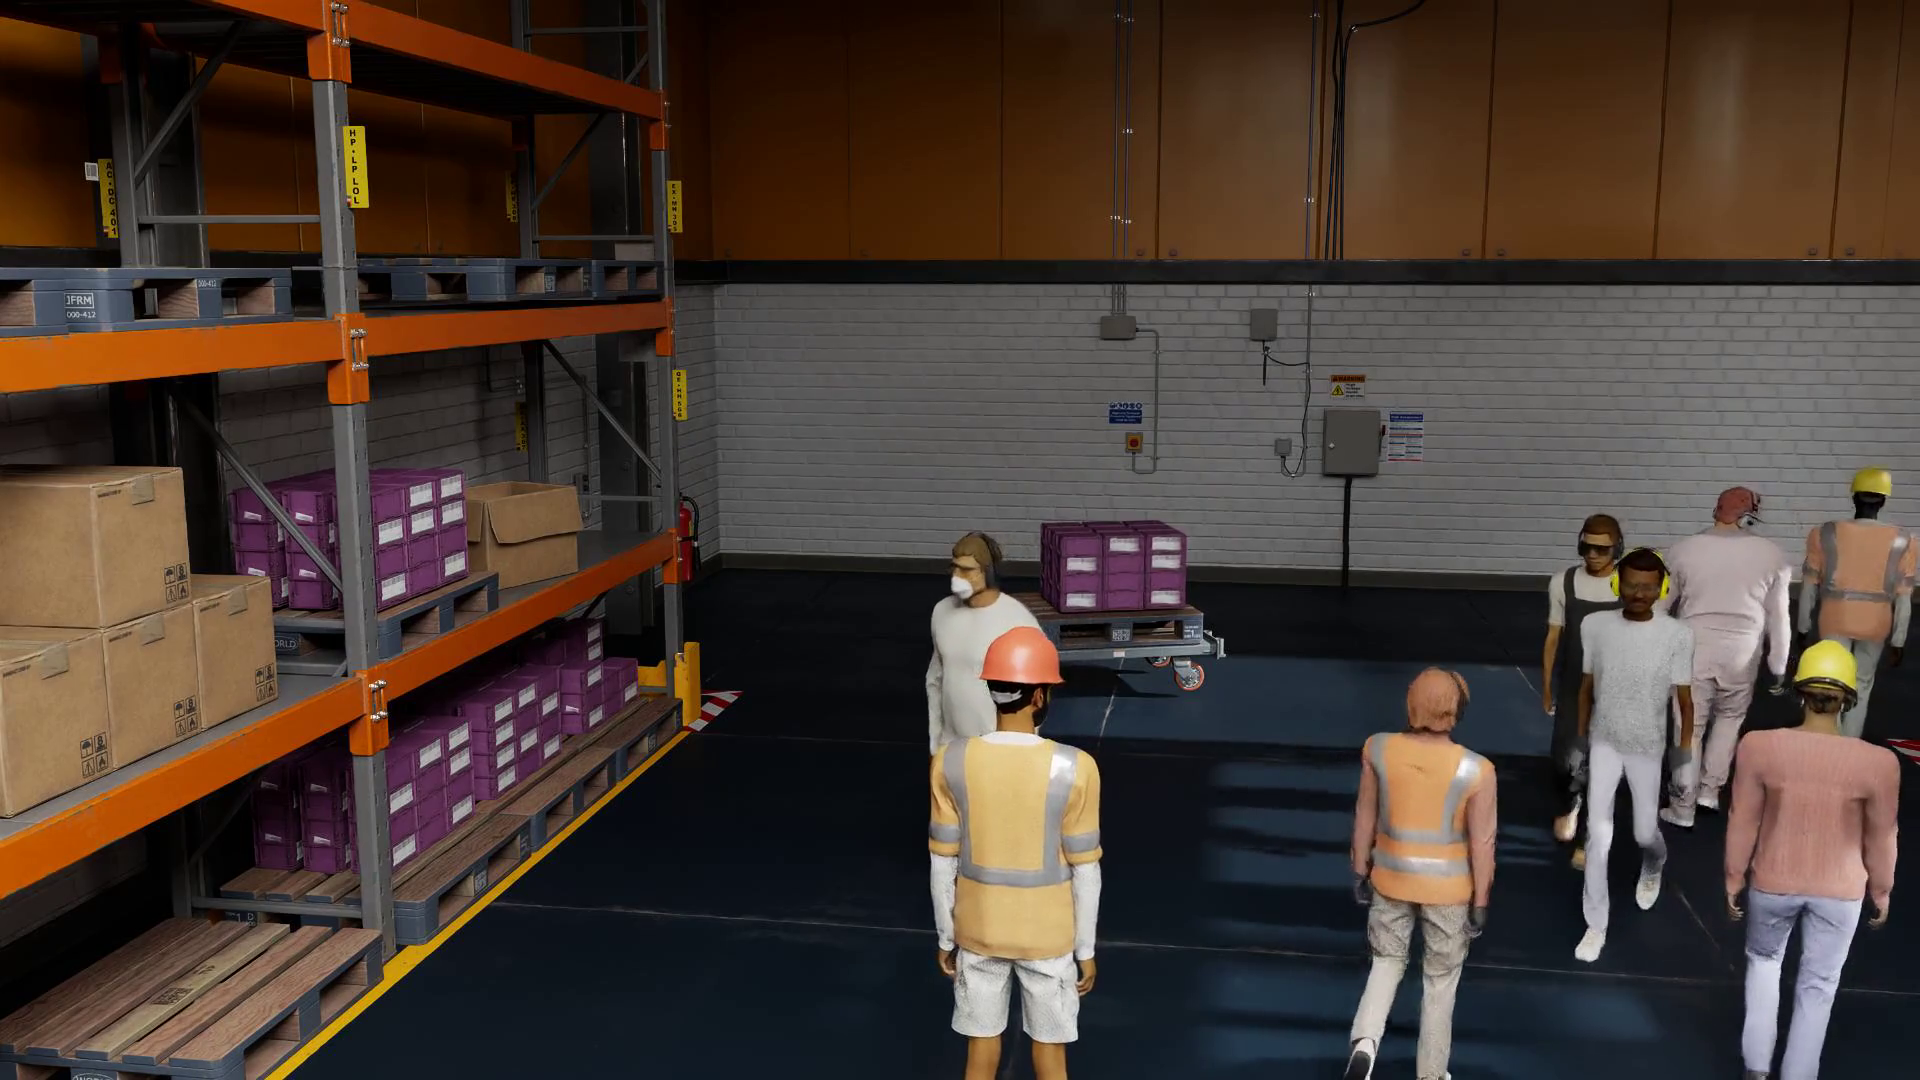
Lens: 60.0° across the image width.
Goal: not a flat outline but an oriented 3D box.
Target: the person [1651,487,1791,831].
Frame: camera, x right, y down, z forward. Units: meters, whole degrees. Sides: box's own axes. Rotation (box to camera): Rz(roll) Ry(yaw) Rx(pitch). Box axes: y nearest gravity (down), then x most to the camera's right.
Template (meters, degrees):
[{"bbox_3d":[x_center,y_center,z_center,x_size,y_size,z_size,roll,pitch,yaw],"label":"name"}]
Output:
[{"bbox_3d":[4.107,0.638,9.103,0.759,1.860,0.633,3,10,19],"label":"person"}]

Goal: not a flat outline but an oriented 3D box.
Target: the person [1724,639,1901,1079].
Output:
[{"bbox_3d":[3.001,1.215,5.884,0.538,1.748,0.430,5,11,30],"label":"person"}]

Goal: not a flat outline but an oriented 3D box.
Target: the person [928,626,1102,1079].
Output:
[{"bbox_3d":[0.178,1.229,5.256,0.547,1.929,0.385,2,9,14],"label":"person"}]

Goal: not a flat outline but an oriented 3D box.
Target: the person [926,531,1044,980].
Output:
[{"bbox_3d":[0.090,0.916,7.205,0.638,1.943,0.457,9,13,43],"label":"person"}]

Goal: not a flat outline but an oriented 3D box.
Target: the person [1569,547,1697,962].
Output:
[{"bbox_3d":[3.032,0.918,7.491,0.533,1.839,0.815,6,11,32],"label":"person"}]

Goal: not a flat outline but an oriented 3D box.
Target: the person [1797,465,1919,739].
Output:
[{"bbox_3d":[5.278,0.510,9.808,0.599,1.897,0.824,4,10,23],"label":"person"}]

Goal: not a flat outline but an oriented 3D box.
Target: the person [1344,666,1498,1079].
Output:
[{"bbox_3d":[1.622,1.268,5.947,0.536,1.618,0.505,6,11,33],"label":"person"}]

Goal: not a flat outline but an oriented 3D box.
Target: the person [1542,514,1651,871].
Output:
[{"bbox_3d":[3.224,0.762,8.466,0.504,1.827,0.476,5,10,27],"label":"person"}]
